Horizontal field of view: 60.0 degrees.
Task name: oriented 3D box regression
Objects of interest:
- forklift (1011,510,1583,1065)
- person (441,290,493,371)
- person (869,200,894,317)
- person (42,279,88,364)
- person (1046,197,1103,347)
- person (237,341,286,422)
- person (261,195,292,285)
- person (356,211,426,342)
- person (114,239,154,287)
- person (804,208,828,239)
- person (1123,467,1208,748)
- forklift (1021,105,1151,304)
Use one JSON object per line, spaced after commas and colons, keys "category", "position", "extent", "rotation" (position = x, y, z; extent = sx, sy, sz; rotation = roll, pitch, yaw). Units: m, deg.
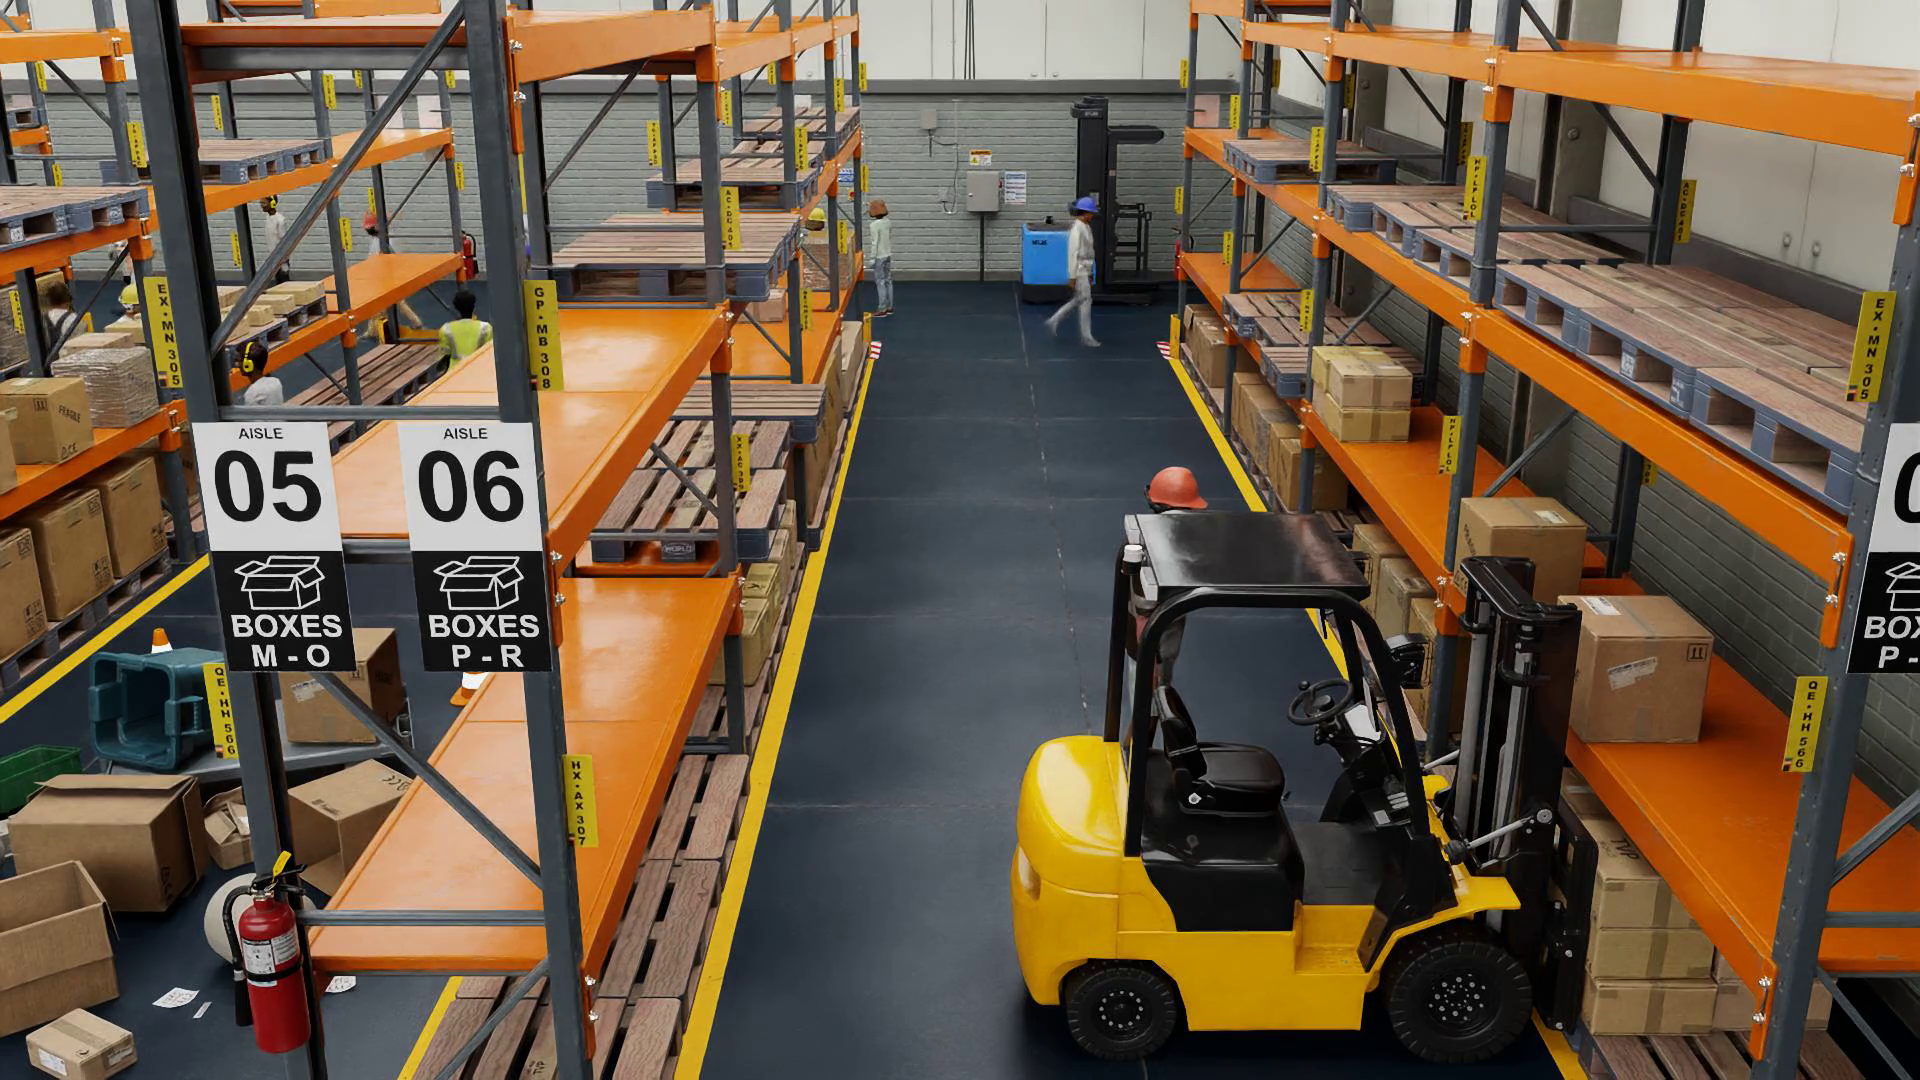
{"category": "forklift", "position": [1.387, 1.055, 7.378], "extent": [2.313, 2.155, 1.214], "rotation": [0, 18, 0]}
{"category": "person", "position": [-4.746, -1.593, 16.189], "extent": [0.545, 1.679, 0.634], "rotation": [-2, 18, -7]}
{"category": "person", "position": [-1.123, -3.969, 23.446], "extent": [0.279, 1.632, 0.502], "rotation": [9, 20, 26]}
{"category": "person", "position": [-8.458, -1.583, 15.927], "extent": [0.531, 1.826, 0.390], "rotation": [4, 19, 12]}
{"category": "person", "position": [1.483, -3.468, 21.496], "extent": [0.703, 1.925, 0.621], "rotation": [5, 19, 14]}
{"category": "person", "position": [-5.401, -0.629, 12.976], "extent": [0.335, 1.873, 0.520], "rotation": [0, 18, 1]}
{"category": "person", "position": [-9.249, -3.805, 22.608], "extent": [0.332, 1.859, 0.511], "rotation": [-16, 24, -39]}
{"category": "person", "position": [-7.525, -3.463, 21.791], "extent": [0.876, 1.714, 0.569], "rotation": [-5, 19, -15]}
{"category": "person", "position": [-10.773, -3.562, 21.756], "extent": [0.366, 1.927, 0.585], "rotation": [2, 18, 5]}
{"category": "person", "position": [-1.876, -3.480, 21.817], "extent": [0.320, 1.731, 0.489], "rotation": [-1, 18, -2]}
{"category": "person", "position": [1.106, 0.581, 9.074], "extent": [0.417, 2.034, 0.603], "rotation": [6, 19, 17]}
{"category": "forklift", "position": [1.857, -4.944, 24.441], "extent": [1.873, 2.768, 1.129], "rotation": [0, 18, 0]}
